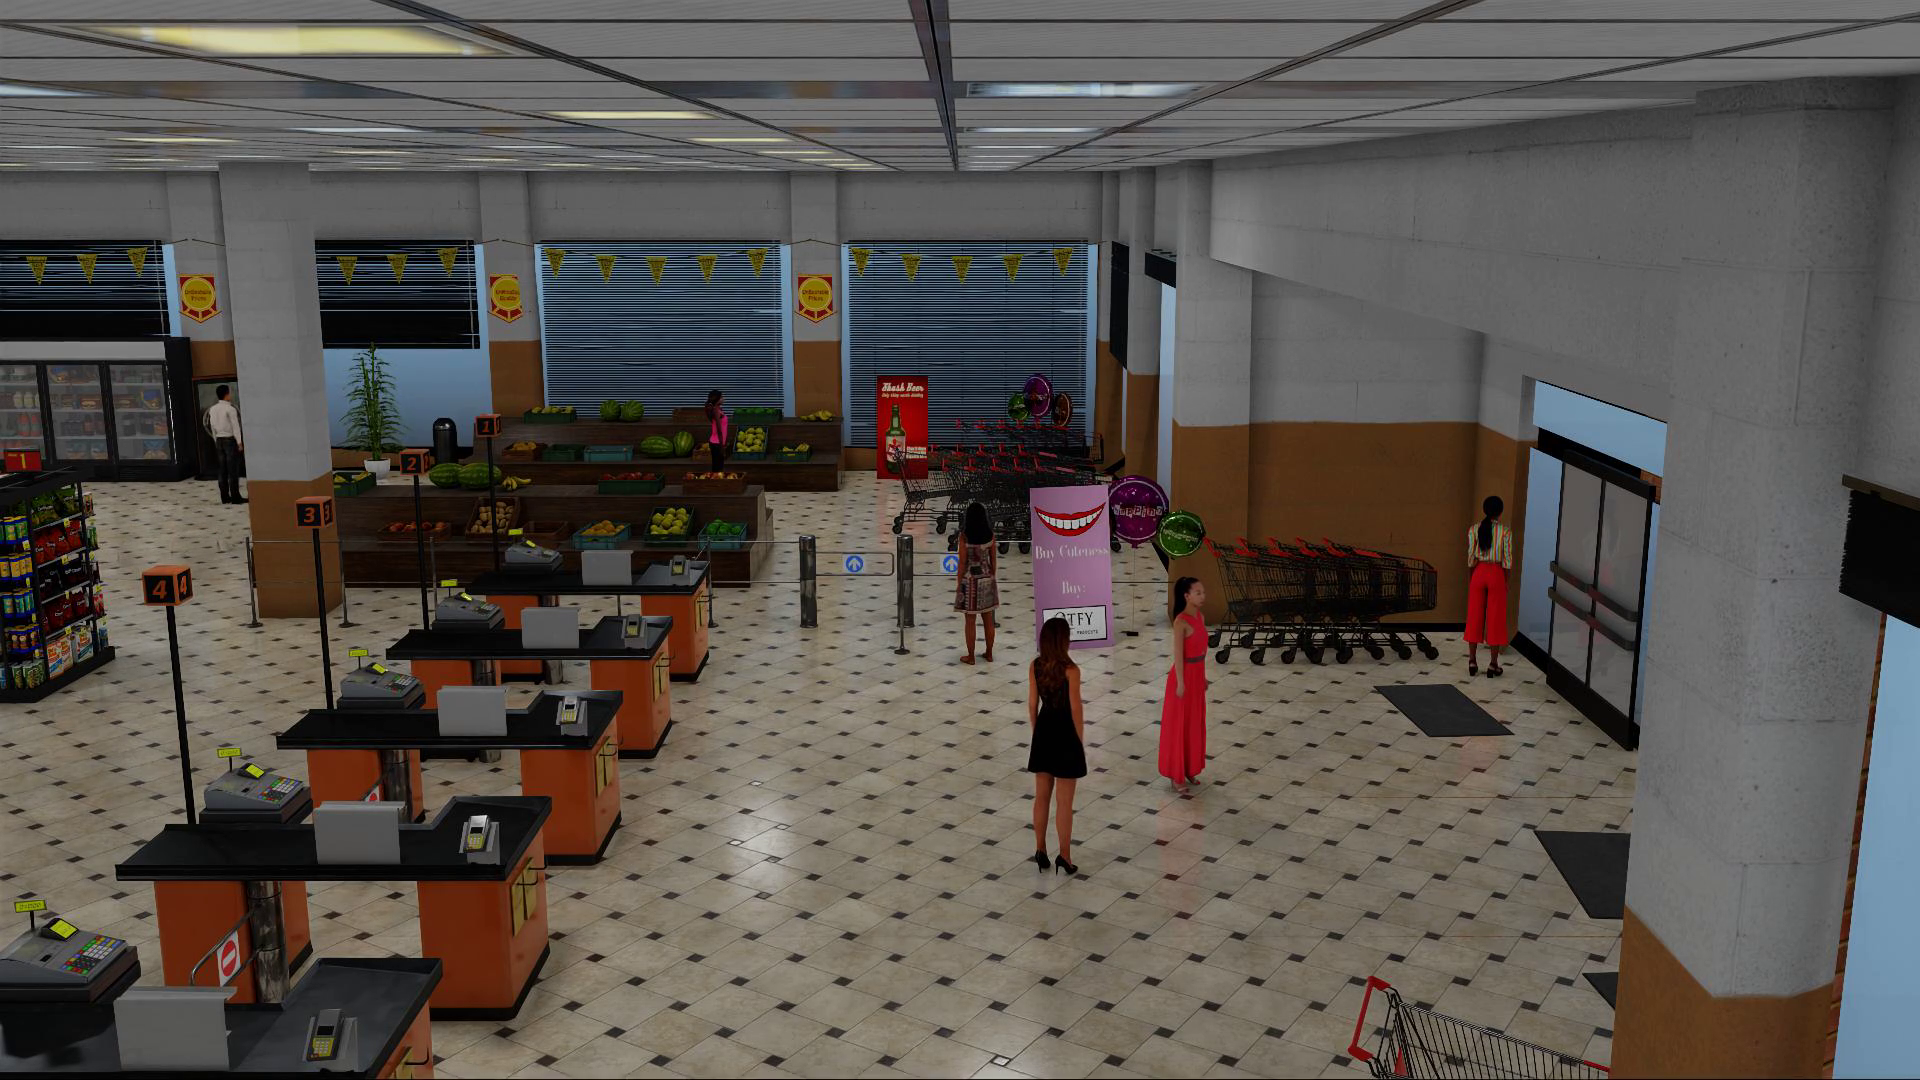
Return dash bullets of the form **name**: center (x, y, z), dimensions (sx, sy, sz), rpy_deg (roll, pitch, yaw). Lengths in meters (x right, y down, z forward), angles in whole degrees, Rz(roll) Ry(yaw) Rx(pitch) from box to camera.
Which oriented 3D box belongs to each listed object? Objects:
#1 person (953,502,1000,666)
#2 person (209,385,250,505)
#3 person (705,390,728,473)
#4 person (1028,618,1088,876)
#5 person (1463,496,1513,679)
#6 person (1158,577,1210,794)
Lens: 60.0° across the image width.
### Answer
- **person**: center (0.165, 0.440, 16.756), dimensions (0.637, 1.617, 0.784), rpy_deg (-6, 13, -27)
- **person**: center (-11.150, -1.456, 25.293), dimensions (0.640, 1.811, 0.797), rpy_deg (5, 13, 23)
- **person**: center (-3.716, -1.440, 25.427), dimensions (0.640, 1.723, 0.619), rpy_deg (-4, 12, -17)
- **person**: center (0.659, 1.430, 11.531), dimensions (0.639, 1.834, 0.732), rpy_deg (8, 14, 34)
- **person**: center (5.172, 0.448, 16.294), dimensions (0.637, 1.792, 0.742), rpy_deg (7, 14, 31)
- **person**: center (1.803, 1.133, 13.201), dimensions (0.752, 1.727, 0.716), rpy_deg (9, 15, 36)
